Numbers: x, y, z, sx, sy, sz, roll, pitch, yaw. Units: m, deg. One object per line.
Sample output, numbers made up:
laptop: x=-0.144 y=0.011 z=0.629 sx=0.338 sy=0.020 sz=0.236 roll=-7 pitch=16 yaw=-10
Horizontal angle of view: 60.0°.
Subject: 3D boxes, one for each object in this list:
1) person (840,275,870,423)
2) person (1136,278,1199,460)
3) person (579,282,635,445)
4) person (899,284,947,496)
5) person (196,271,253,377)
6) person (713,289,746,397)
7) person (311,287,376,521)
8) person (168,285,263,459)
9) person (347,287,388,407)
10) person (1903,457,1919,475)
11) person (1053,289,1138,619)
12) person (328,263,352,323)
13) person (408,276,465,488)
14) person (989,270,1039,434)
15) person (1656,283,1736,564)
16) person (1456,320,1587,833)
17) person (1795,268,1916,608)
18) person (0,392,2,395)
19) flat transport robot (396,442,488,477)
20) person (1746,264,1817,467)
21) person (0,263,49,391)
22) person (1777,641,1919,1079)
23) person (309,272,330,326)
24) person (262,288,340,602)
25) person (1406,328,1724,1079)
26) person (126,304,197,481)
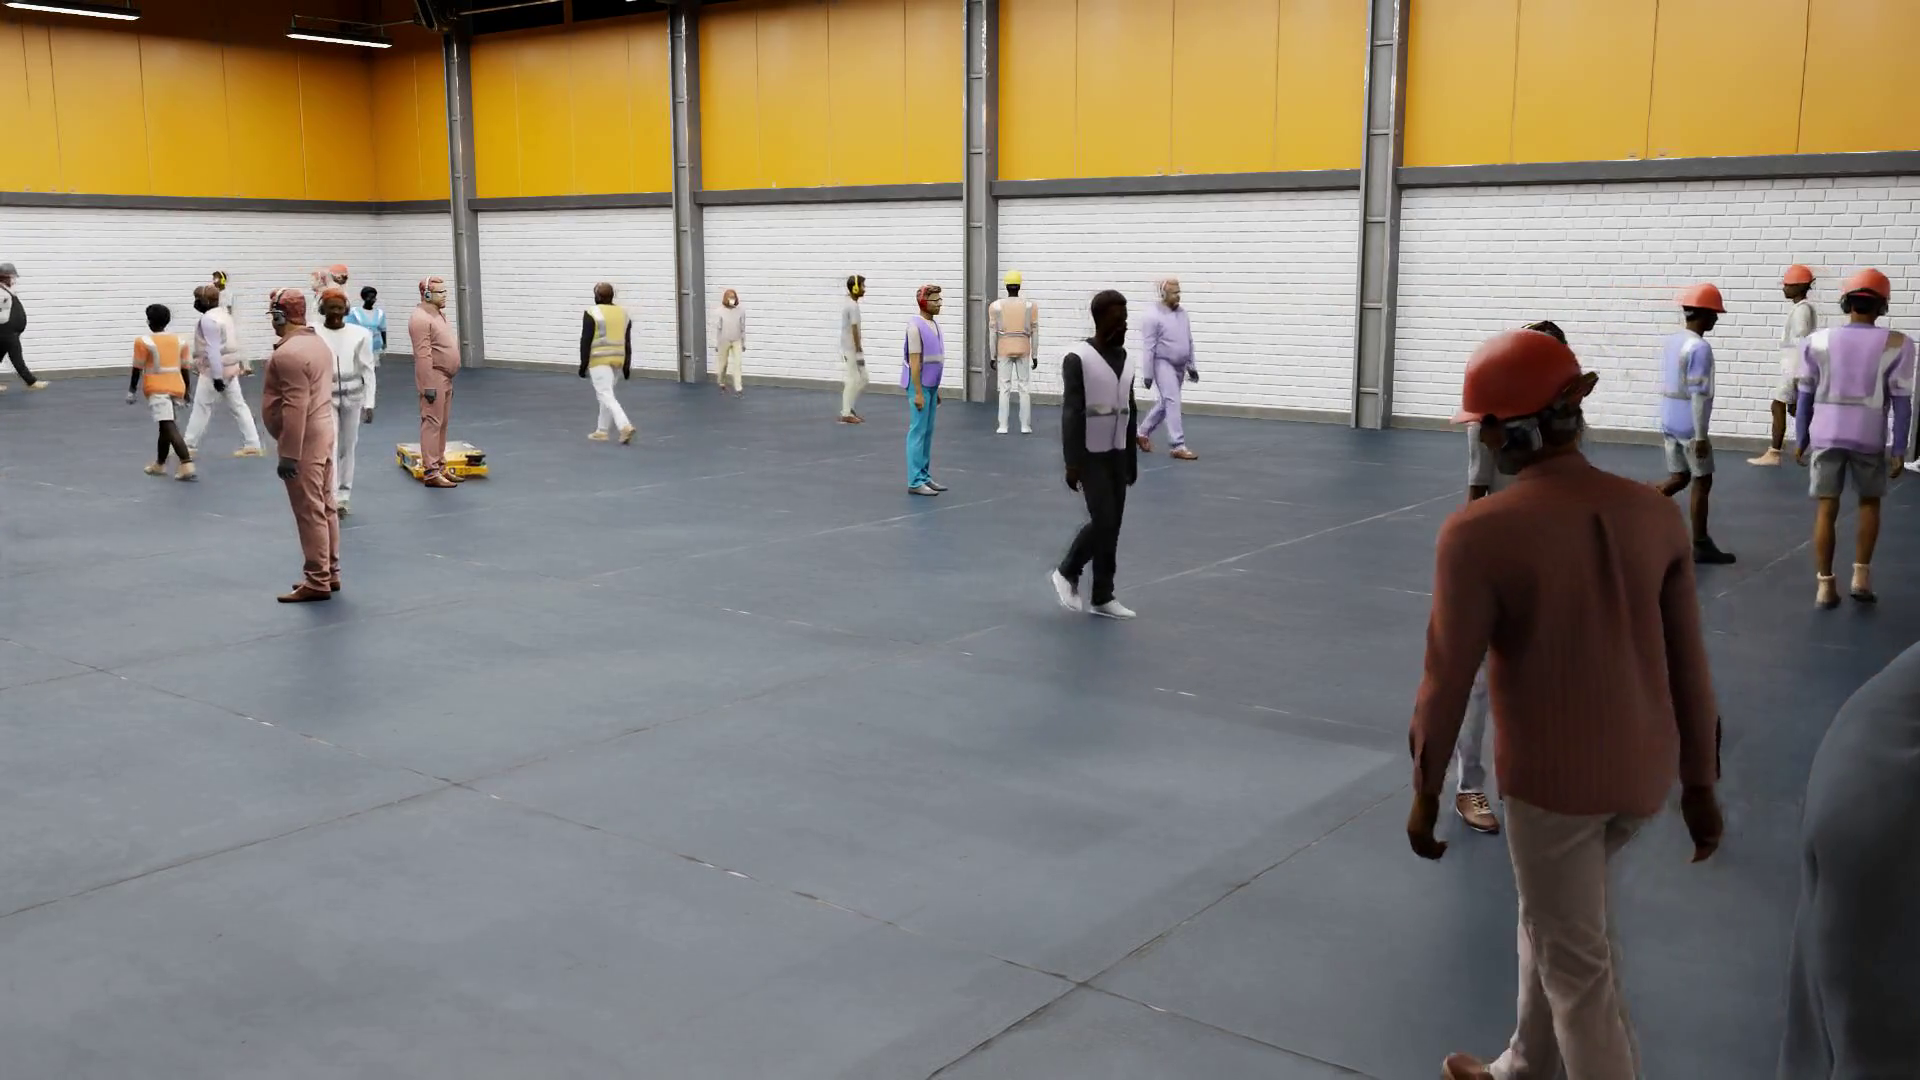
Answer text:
person: x=-1.314 y=-2.364 z=20.707 sx=0.415 sy=1.851 sz=0.536 roll=0 pitch=10 yaw=-2
person: x=2.139 y=-1.800 z=17.379 sx=0.911 sy=1.875 sz=0.640 roll=9 pitch=13 yaw=42
person: x=-3.908 y=-1.973 z=18.568 sx=0.890 sy=1.815 sz=0.613 roll=7 pitch=12 yaw=36
person: x=-0.320 y=-1.323 z=14.670 sx=0.395 sy=1.847 sz=0.564 roll=3 pitch=10 yaw=17
person: x=-12.585 y=-3.669 z=28.423 sx=0.513 sy=1.820 sz=0.980 roll=6 pitch=11 yaw=30
person: x=-3.455 y=-2.950 z=24.862 sx=0.509 sy=1.601 sz=0.817 roll=-4 pitch=11 yaw=-22
person: x=-4.910 y=-1.063 z=13.176 sx=0.576 sy=1.837 sz=0.961 roll=-5 pitch=11 yaw=-27
person: x=-7.722 y=-1.721 z=17.155 sx=0.973 sy=1.786 sz=0.650 roll=-1 pitch=10 yaw=-5
person: x=-8.117 y=-2.645 z=22.855 sx=0.543 sy=1.663 sz=0.654 roll=-9 pitch=13 yaw=-42
person: x=9.371 y=-1.361 z=15.612 sx=0.835 sy=1.597 sz=0.525 roll=9 pitch=13 yaw=42
person: x=0.828 y=-0.488 z=9.617 sx=0.440 sy=1.908 sz=0.613 roll=9 pitch=13 yaw=41
person: x=-9.646 y=-3.286 z=25.719 sx=0.558 sy=1.976 sz=0.638 roll=-4 pitch=11 yaw=-24
person: x=-4.756 y=-1.435 z=15.148 sx=0.410 sy=1.909 sz=0.643 roll=-1 pitch=10 yaw=-4
person: x=0.630 y=-2.199 z=19.528 sx=0.588 sy=1.930 sz=0.359 roll=0 pitch=10 yaw=-1
person: x=4.939 y=-0.785 z=11.338 sx=0.745 sy=1.919 sz=0.552 roll=0 pitch=10 yaw=2
person: x=2.079 y=0.133 z=6.125 sx=0.519 sy=1.874 sz=0.331 roll=-3 pitch=10 yaw=-17
person: x=5.312 y=-0.597 z=9.926 sx=0.624 sy=2.020 sz=0.518 roll=6 pitch=12 yaw=32
person: x=-14.611 y=-3.056 z=24.817 sx=0.404 sy=1.827 sz=0.589 roll=-8 pitch=12 yaw=-38
flat transport robot: x=-5.073 y=-0.802 z=16.219 sx=0.652 sy=0.197 sz=1.431 roll=-5 pitch=11 yaw=-25
person: x=8.351 y=-1.701 z=16.412 sx=0.851 sy=2.020 sz=0.614 roll=5 pitch=11 yaw=27
person: x=-14.631 y=-3.301 z=25.620 sx=0.963 sy=2.000 sz=0.770 roll=-4 pitch=11 yaw=-22
person: x=1.154 y=0.811 z=1.982 sx=0.355 sy=1.937 sz=0.635 roll=8 pitch=12 yaw=38
person: x=-9.433 y=-3.075 z=24.860 sx=1.003 sy=1.862 sz=0.632 roll=-5 pitch=11 yaw=-27
person: x=-4.033 y=-0.574 z=10.145 sx=0.399 sy=1.905 sz=0.642 roll=-1 pitch=10 yaw=-5
person: x=1.310 y=0.516 z=3.673 sx=0.639 sy=1.936 sz=0.916 roll=-4 pitch=11 yaw=-23
person: x=-7.464 y=-1.386 z=15.614 sx=0.884 sy=1.651 sz=0.541 roll=4 pitch=11 yaw=24
